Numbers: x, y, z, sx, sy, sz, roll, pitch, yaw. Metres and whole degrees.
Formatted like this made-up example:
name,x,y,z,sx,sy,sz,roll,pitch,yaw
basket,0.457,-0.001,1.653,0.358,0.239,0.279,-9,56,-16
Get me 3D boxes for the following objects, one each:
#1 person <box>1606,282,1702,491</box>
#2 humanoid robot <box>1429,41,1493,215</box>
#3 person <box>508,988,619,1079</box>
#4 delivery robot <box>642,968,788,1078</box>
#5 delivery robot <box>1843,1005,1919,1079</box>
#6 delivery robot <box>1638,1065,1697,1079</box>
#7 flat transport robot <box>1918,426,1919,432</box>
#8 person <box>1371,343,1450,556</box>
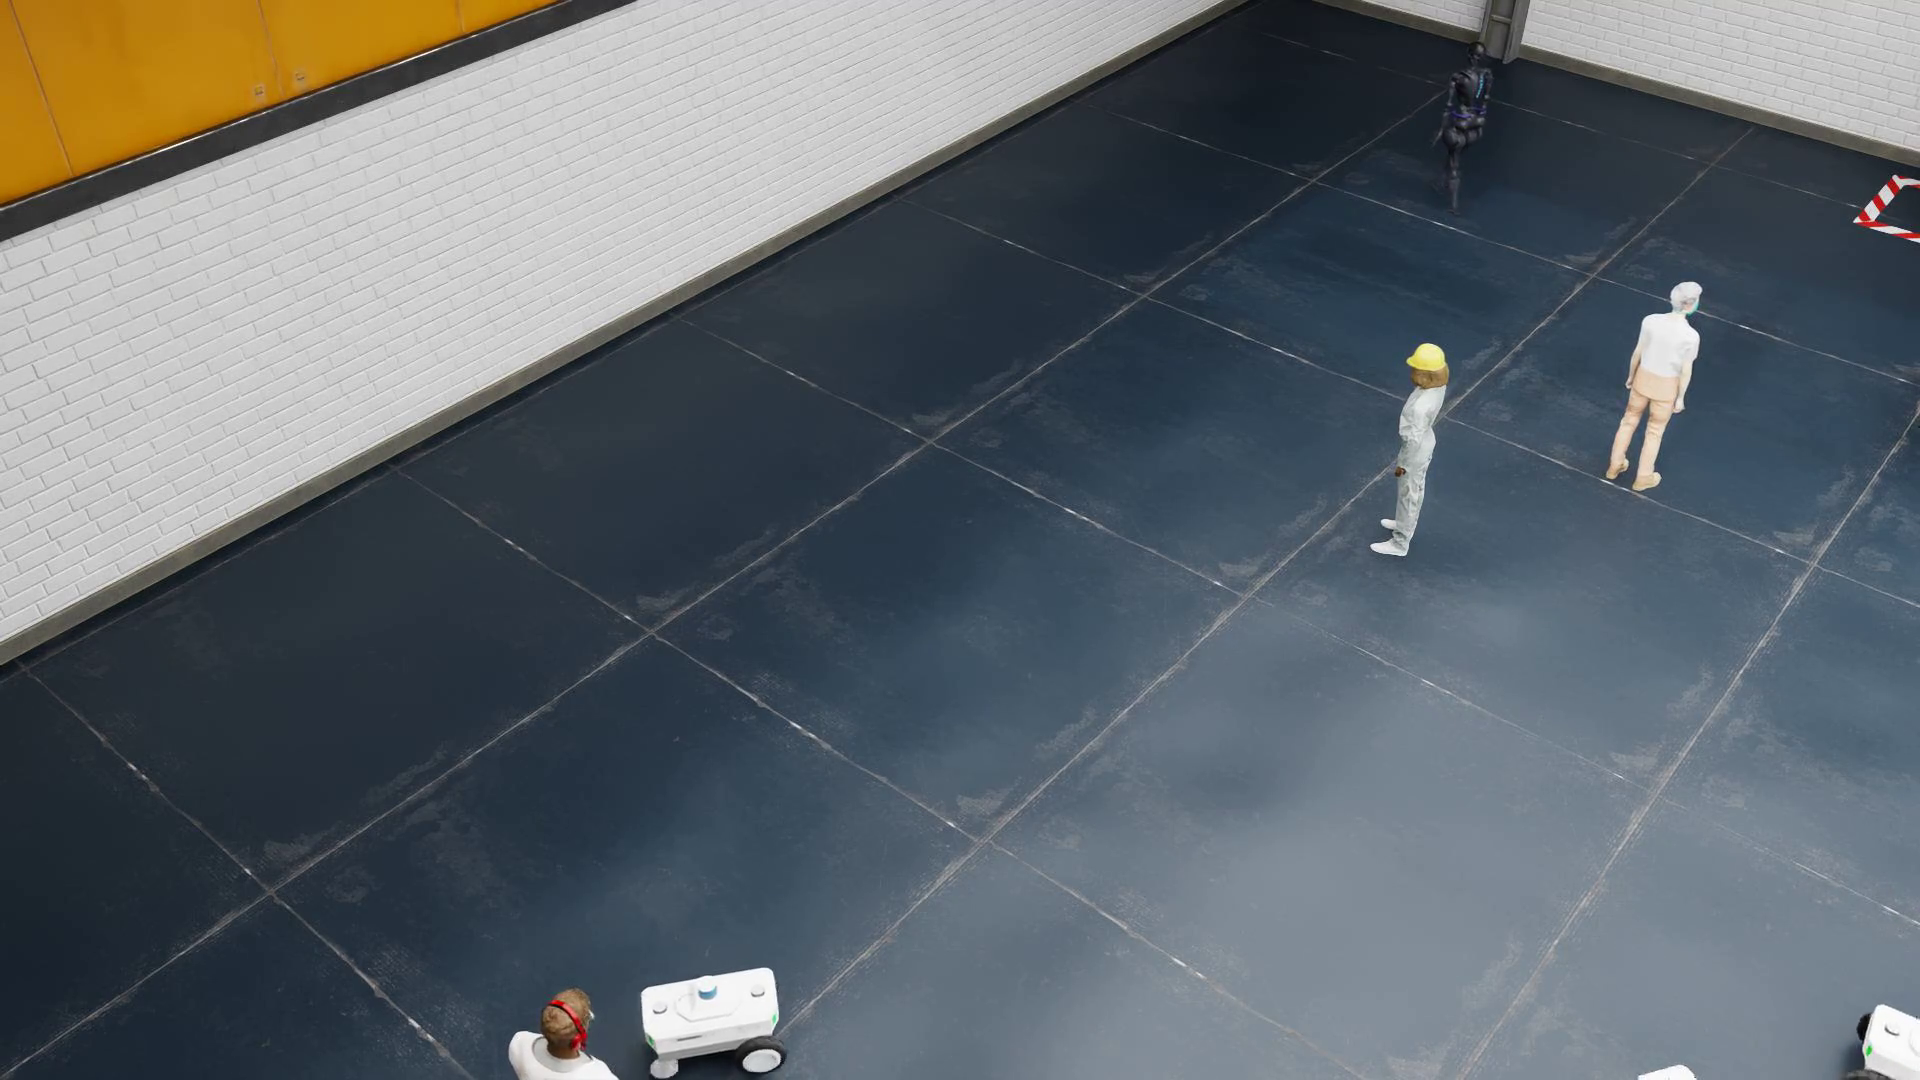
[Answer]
name,x,y,z,sx,sy,sz,roll,pitch,yaw
person,5.257,-1.166,12.557,0.323,1.745,0.473,-29,47,-31
humanoid robot,4.845,-4.044,16.196,0.600,1.636,0.671,-19,42,-22
person,-1.747,2.732,7.651,0.567,1.834,0.401,17,42,20
delivery robot,-1.306,2.549,8.892,0.774,0.592,0.499,-7,39,-9
delivery robot,5.047,2.755,8.650,0.807,0.609,0.499,22,44,25
delivery robot,3.658,3.026,8.291,0.499,0.580,0.756,-10,40,-12
flat transport robot,8.340,-0.604,13.037,0.659,0.231,1.431,-14,41,-17
person,3.240,-0.642,11.934,0.299,1.710,0.483,18,42,21
